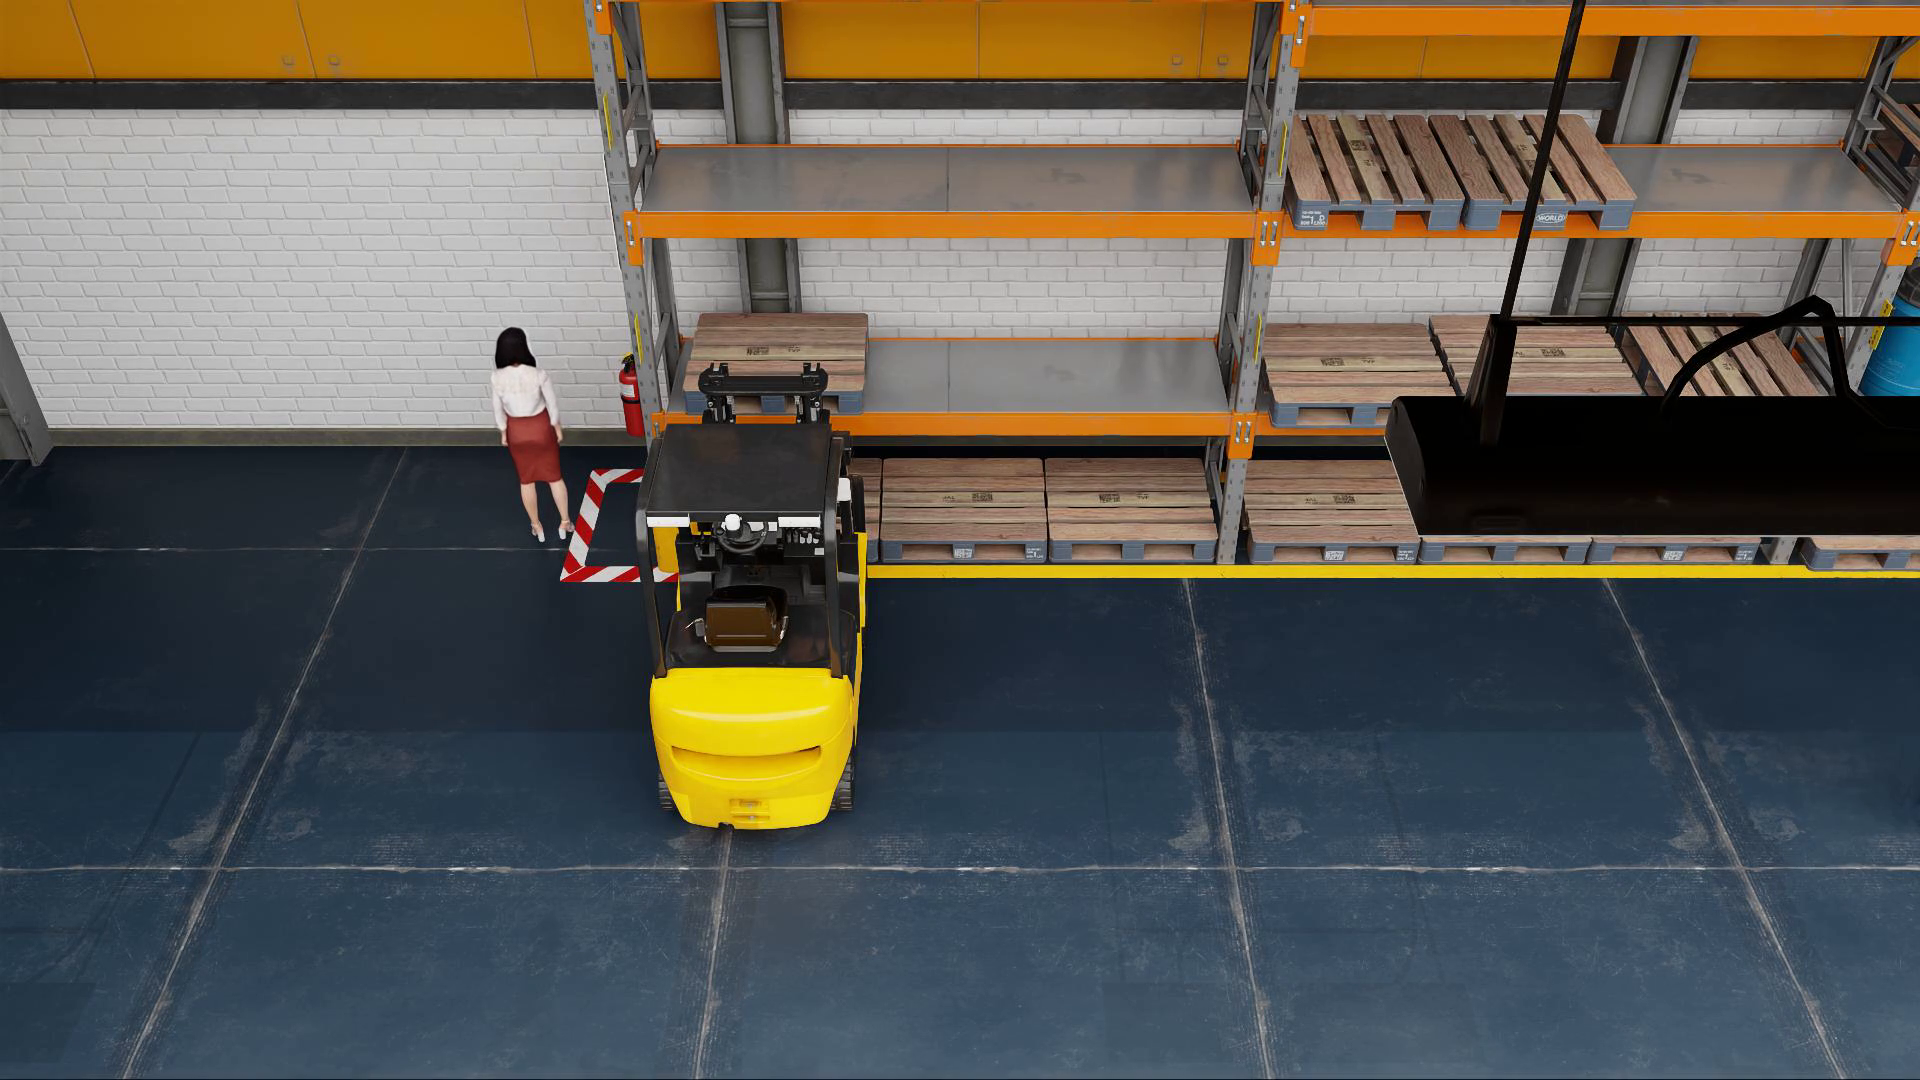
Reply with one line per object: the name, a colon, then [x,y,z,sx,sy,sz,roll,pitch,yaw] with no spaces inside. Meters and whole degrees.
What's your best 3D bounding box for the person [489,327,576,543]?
person: [-3.024,-0.725,11.742,0.472,1.750,0.671,-3,39,-4]
